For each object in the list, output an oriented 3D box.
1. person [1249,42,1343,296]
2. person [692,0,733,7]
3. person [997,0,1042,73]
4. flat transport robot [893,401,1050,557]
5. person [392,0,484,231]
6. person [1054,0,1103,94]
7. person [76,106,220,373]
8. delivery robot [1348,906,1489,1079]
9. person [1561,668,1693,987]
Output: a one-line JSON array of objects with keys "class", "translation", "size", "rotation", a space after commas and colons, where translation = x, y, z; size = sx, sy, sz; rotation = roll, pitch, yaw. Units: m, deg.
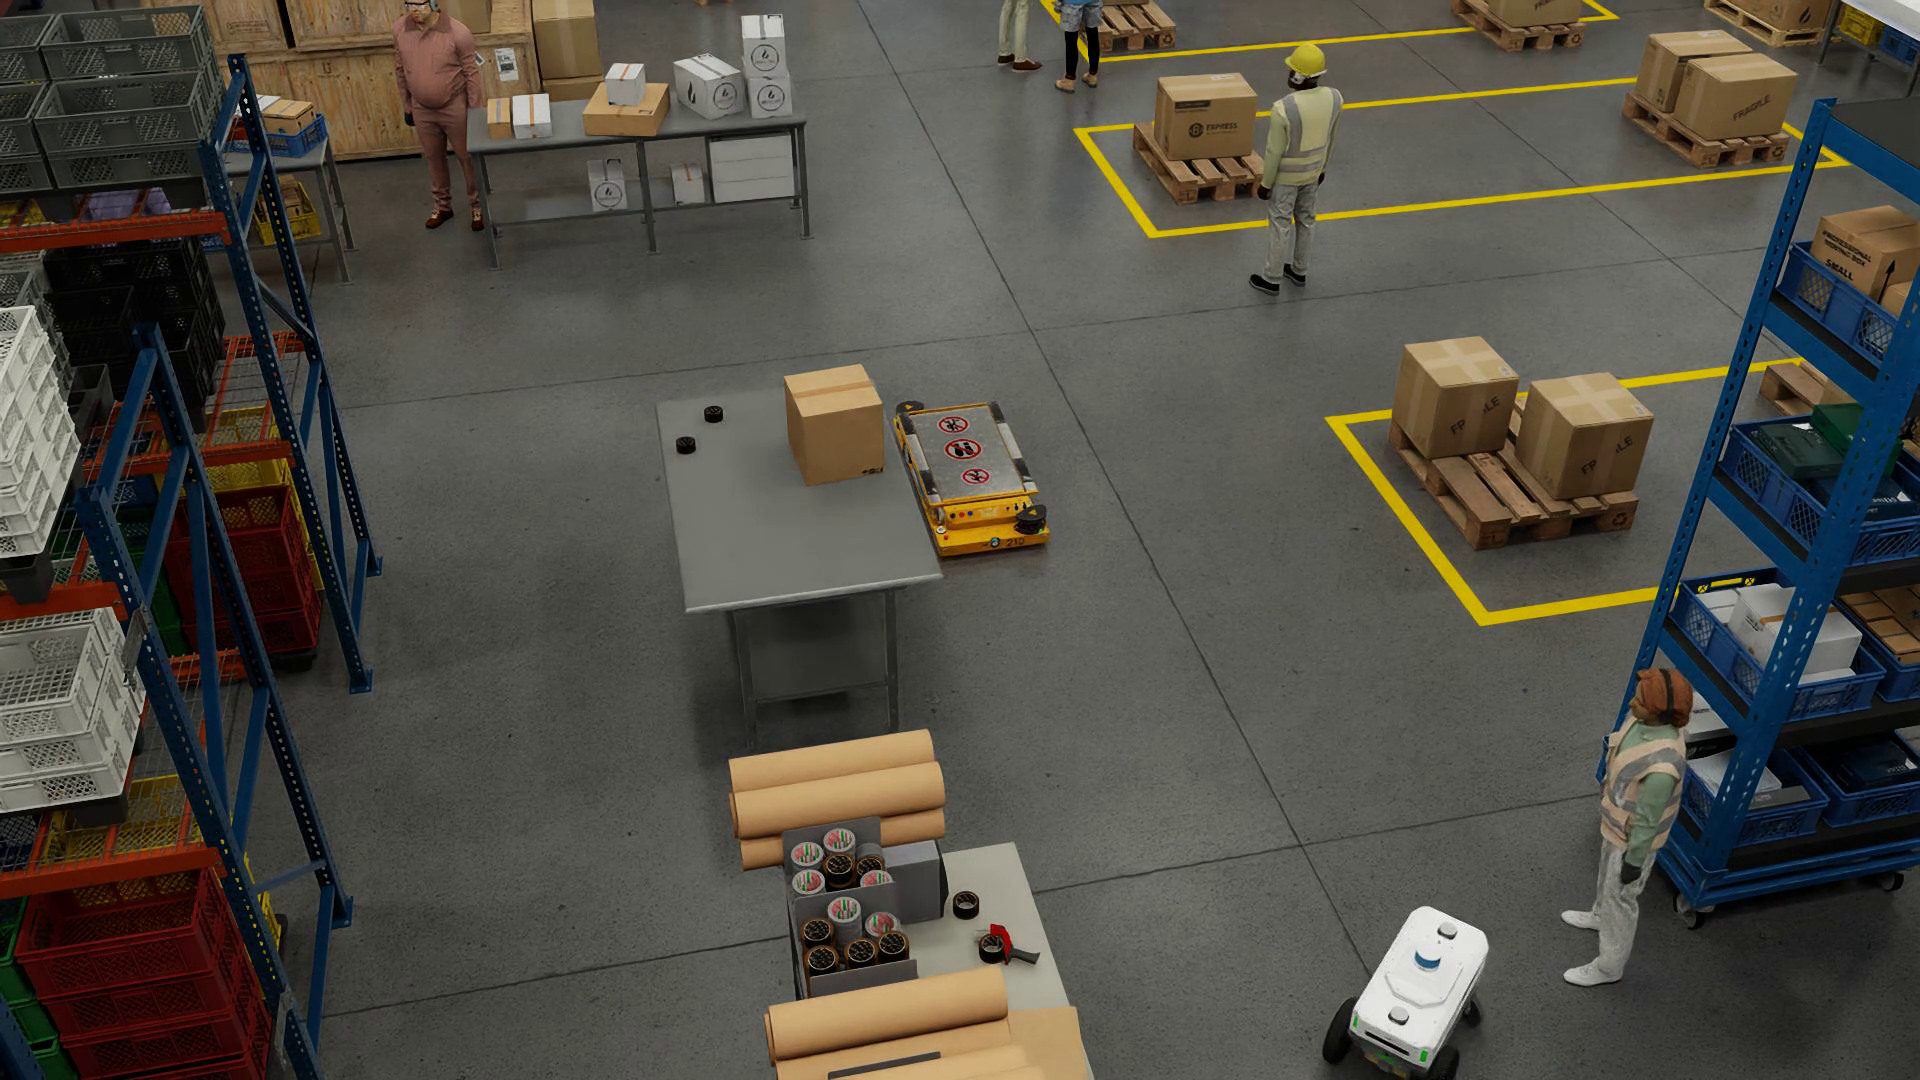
[{"class": "person", "translation": [2.356, -2.613, 11.740], "size": [0.590, 1.837, 0.404], "rotation": [-19, 41, -24]}, {"class": "person", "translation": [-2.574, -6.323, 16.726], "size": [0.624, 1.841, 0.430], "rotation": [-12, 38, -15]}, {"class": "person", "translation": [0.541, -5.259, 15.274], "size": [0.309, 1.864, 0.535], "rotation": [-23, 43, -28]}, {"class": "flat transport robot", "translation": [0.046, -0.430, 10.108], "size": [0.652, 0.197, 1.431], "rotation": [-8, 37, -10]}, {"class": "person", "translation": [-3.922, -3.264, 12.556], "size": [0.639, 1.910, 0.407], "rotation": [5, 37, 6]}, {"class": "person", "translation": [1.079, -4.858, 14.871], "size": [0.532, 1.698, 0.319], "rotation": [-18, 40, -23]}, {"class": "person", "translation": [-5.277, -1.877, 10.668], "size": [0.636, 1.936, 0.354], "rotation": [1, 37, 1]}, {"class": "delivery robot", "translation": [1.871, 1.825, 6.767], "size": [0.477, 0.478, 0.707], "rotation": [22, 42, 27]}, {"class": "person", "translation": [2.749, 1.169, 6.835], "size": [0.319, 1.628, 0.527], "rotation": [9, 38, 11]}]
